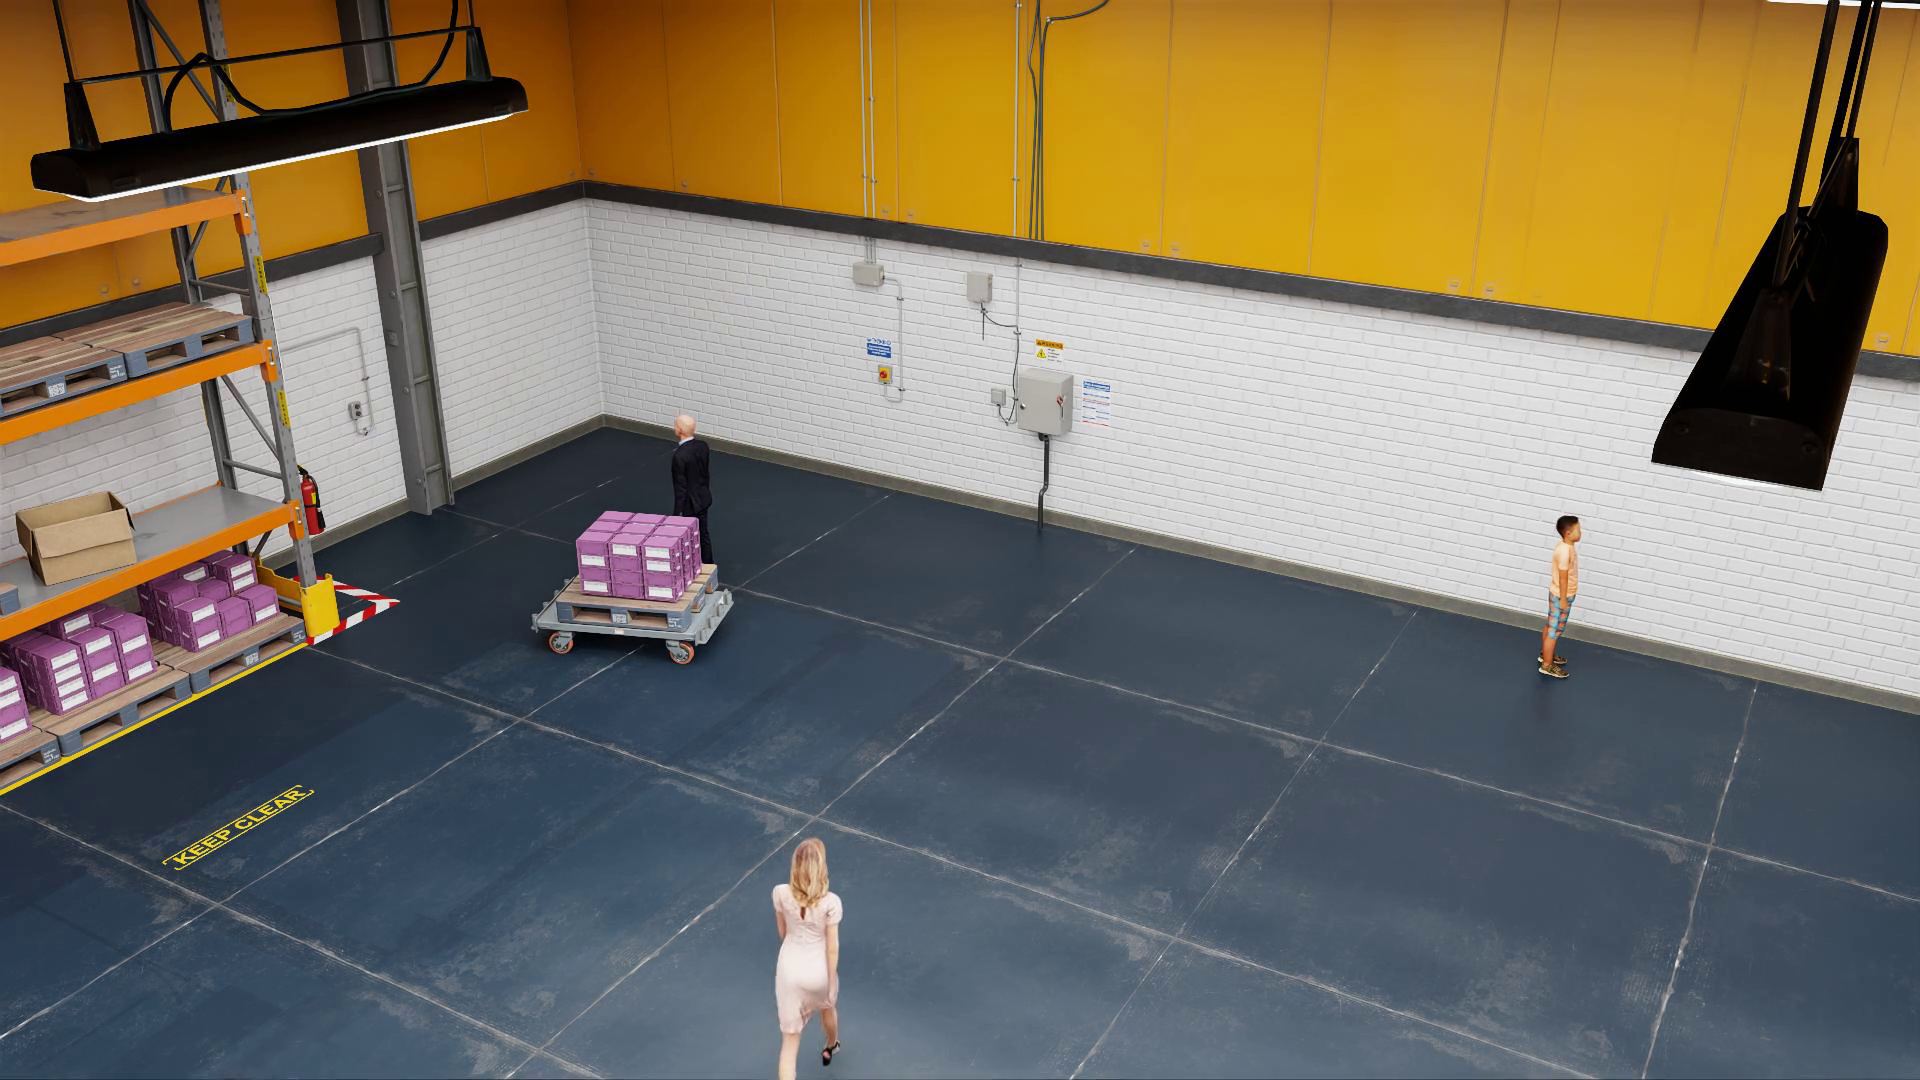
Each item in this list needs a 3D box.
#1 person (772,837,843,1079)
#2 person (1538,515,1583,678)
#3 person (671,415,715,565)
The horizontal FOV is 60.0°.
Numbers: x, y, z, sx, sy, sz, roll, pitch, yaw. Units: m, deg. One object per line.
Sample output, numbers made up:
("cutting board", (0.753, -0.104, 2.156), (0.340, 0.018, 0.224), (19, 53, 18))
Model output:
("person", (-0.909, 2.559, 9.413), (0.845, 1.773, 1.196), (4, 24, 9))
("person", (5.269, 0.467, 14.588), (0.624, 1.462, 0.502), (7, 25, 15))
("person", (-2.589, -0.349, 16.032), (0.758, 1.799, 0.508), (12, 26, 25))
